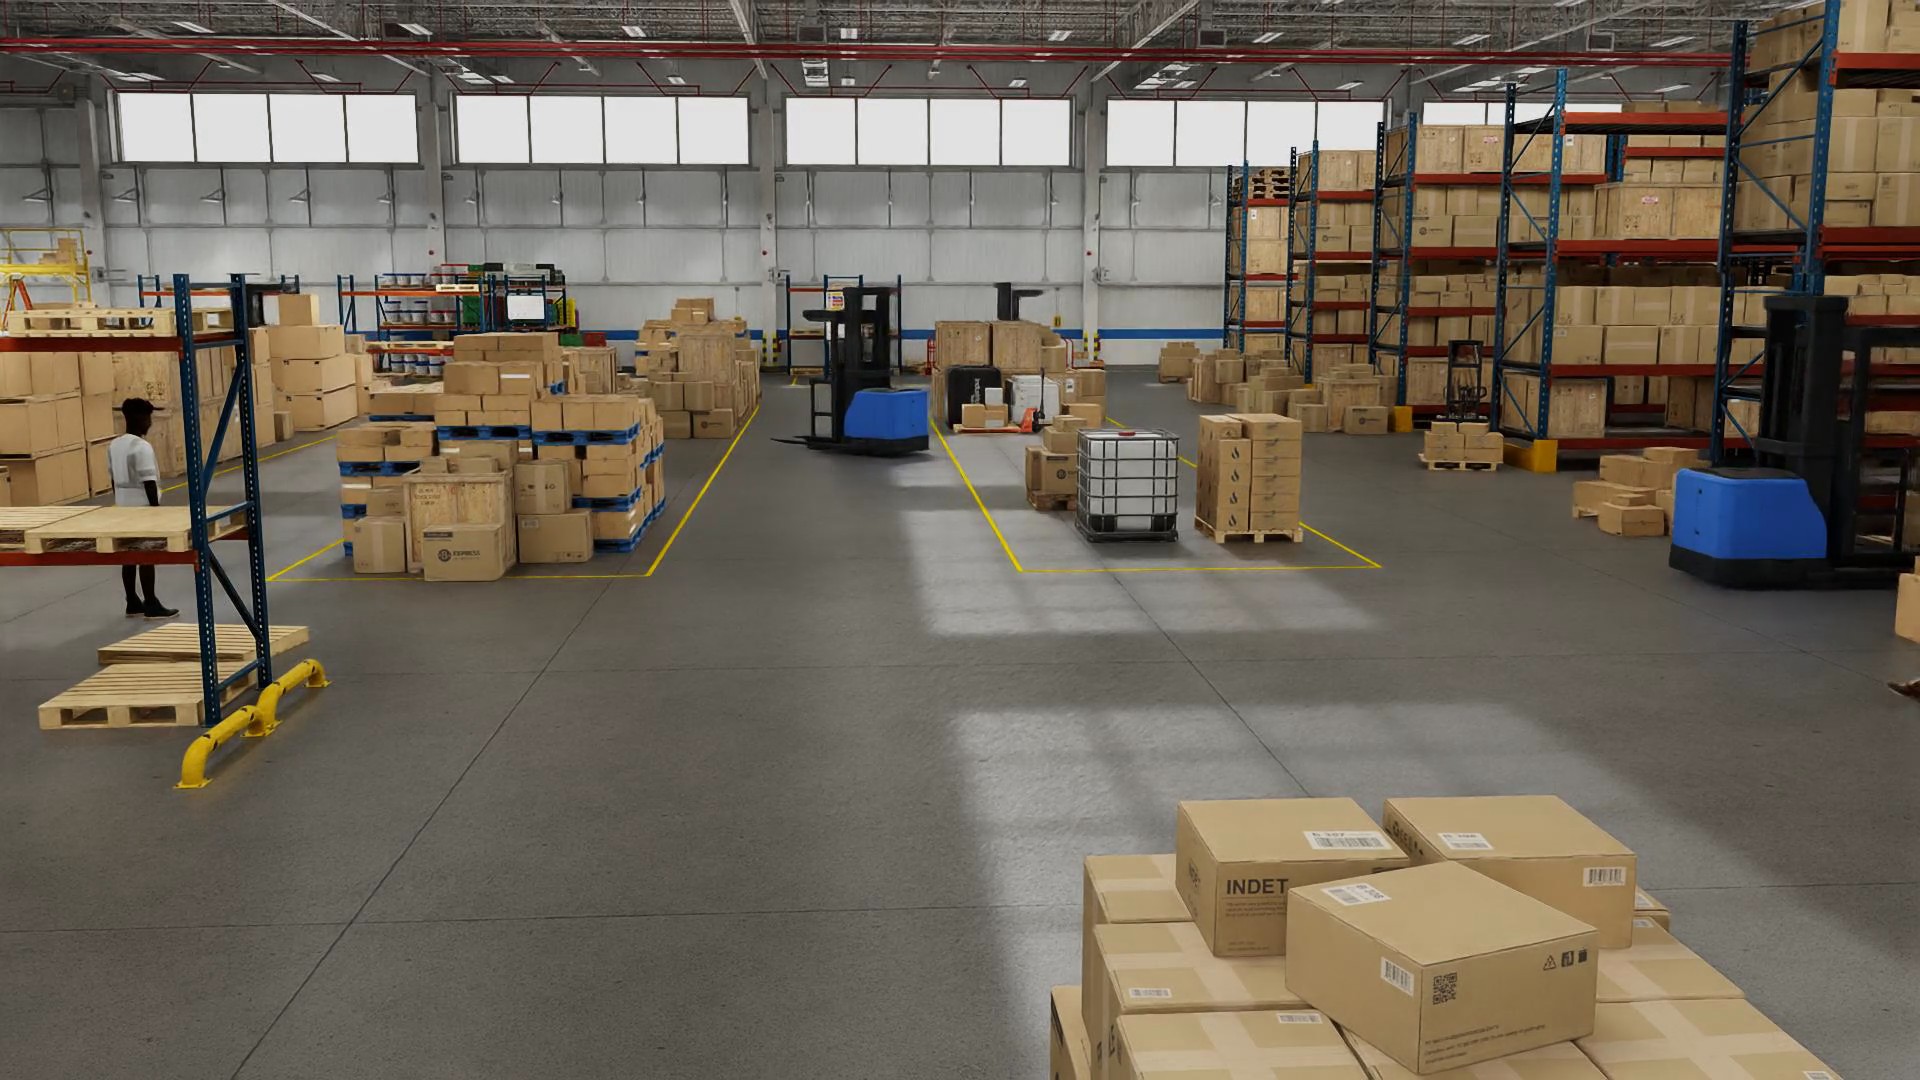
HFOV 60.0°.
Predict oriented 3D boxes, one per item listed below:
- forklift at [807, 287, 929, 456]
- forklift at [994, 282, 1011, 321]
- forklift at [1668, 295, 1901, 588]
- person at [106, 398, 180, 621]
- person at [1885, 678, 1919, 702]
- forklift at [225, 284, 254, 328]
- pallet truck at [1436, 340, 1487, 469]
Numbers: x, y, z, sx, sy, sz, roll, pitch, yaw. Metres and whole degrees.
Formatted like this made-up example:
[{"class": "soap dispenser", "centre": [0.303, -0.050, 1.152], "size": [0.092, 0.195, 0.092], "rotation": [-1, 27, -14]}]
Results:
[{"class": "forklift", "centre": [-1.551, -2.902, 28.252], "size": [1.873, 2.768, 1.129], "rotation": [7, 11, 37]}, {"class": "forklift", "centre": [1.172, -5.576, 45.041], "size": [1.873, 2.768, 1.129], "rotation": [1, 9, 6]}, {"class": "forklift", "centre": [8.148, -0.995, 16.278], "size": [1.873, 2.768, 1.129], "rotation": [-1, 9, -4]}, {"class": "person", "centre": [-7.199, -0.270, 14.610], "size": [0.603, 1.958, 0.381], "rotation": [6, 11, 34]}, {"class": "person", "centre": [7.031, 0.261, 11.695], "size": [0.936, 1.825, 0.527], "rotation": [2, 9, 15]}, {"class": "forklift", "centre": [-16.453, -4.480, 38.161], "size": [1.873, 2.768, 1.129], "rotation": [-2, 9, -10]}, {"class": "pallet truck", "centre": [8.004, -2.170, 26.422], "size": [0.823, 1.965, 1.885], "rotation": [2, 9, 14]}]
